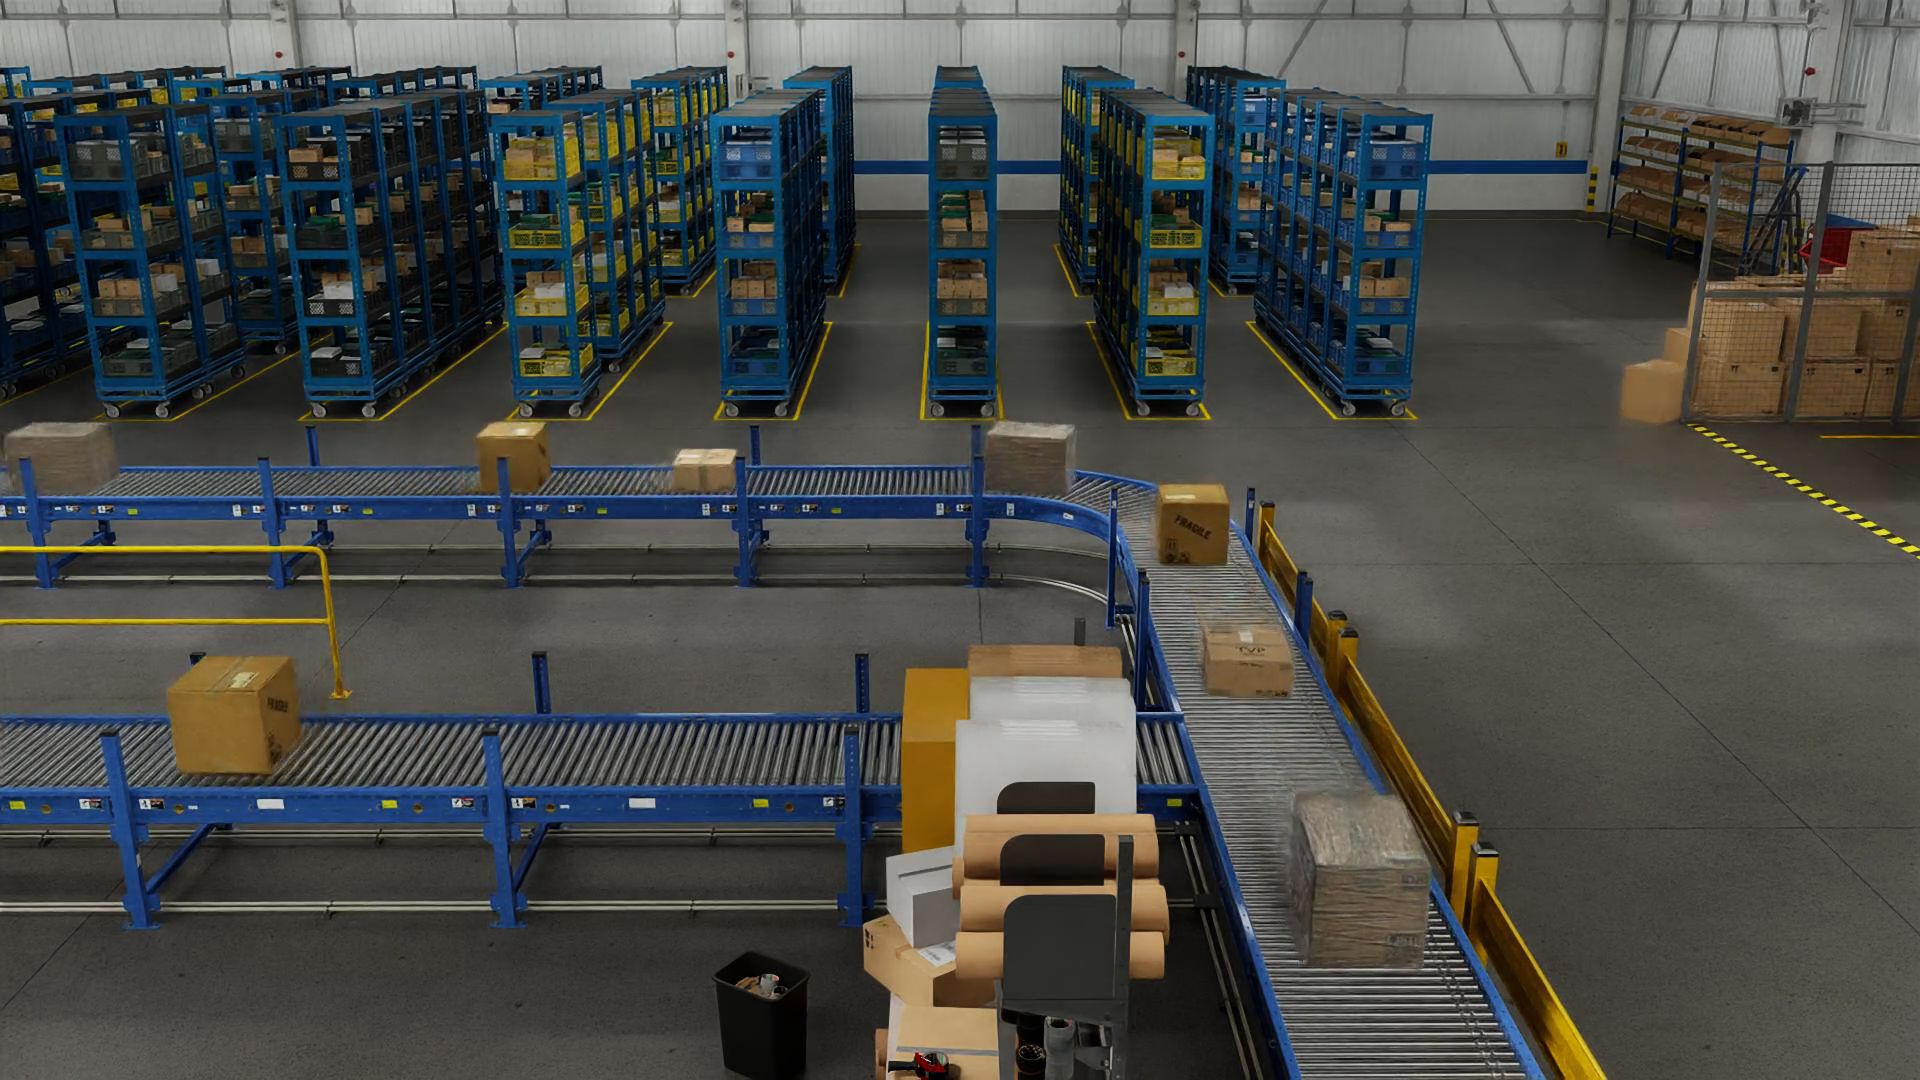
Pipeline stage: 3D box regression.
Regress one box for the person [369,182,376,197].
[{"bbox_3d":[-12.760,-7.582,36.008,0.388,1.844,0.564,16,24,40],"label":"person"}]
